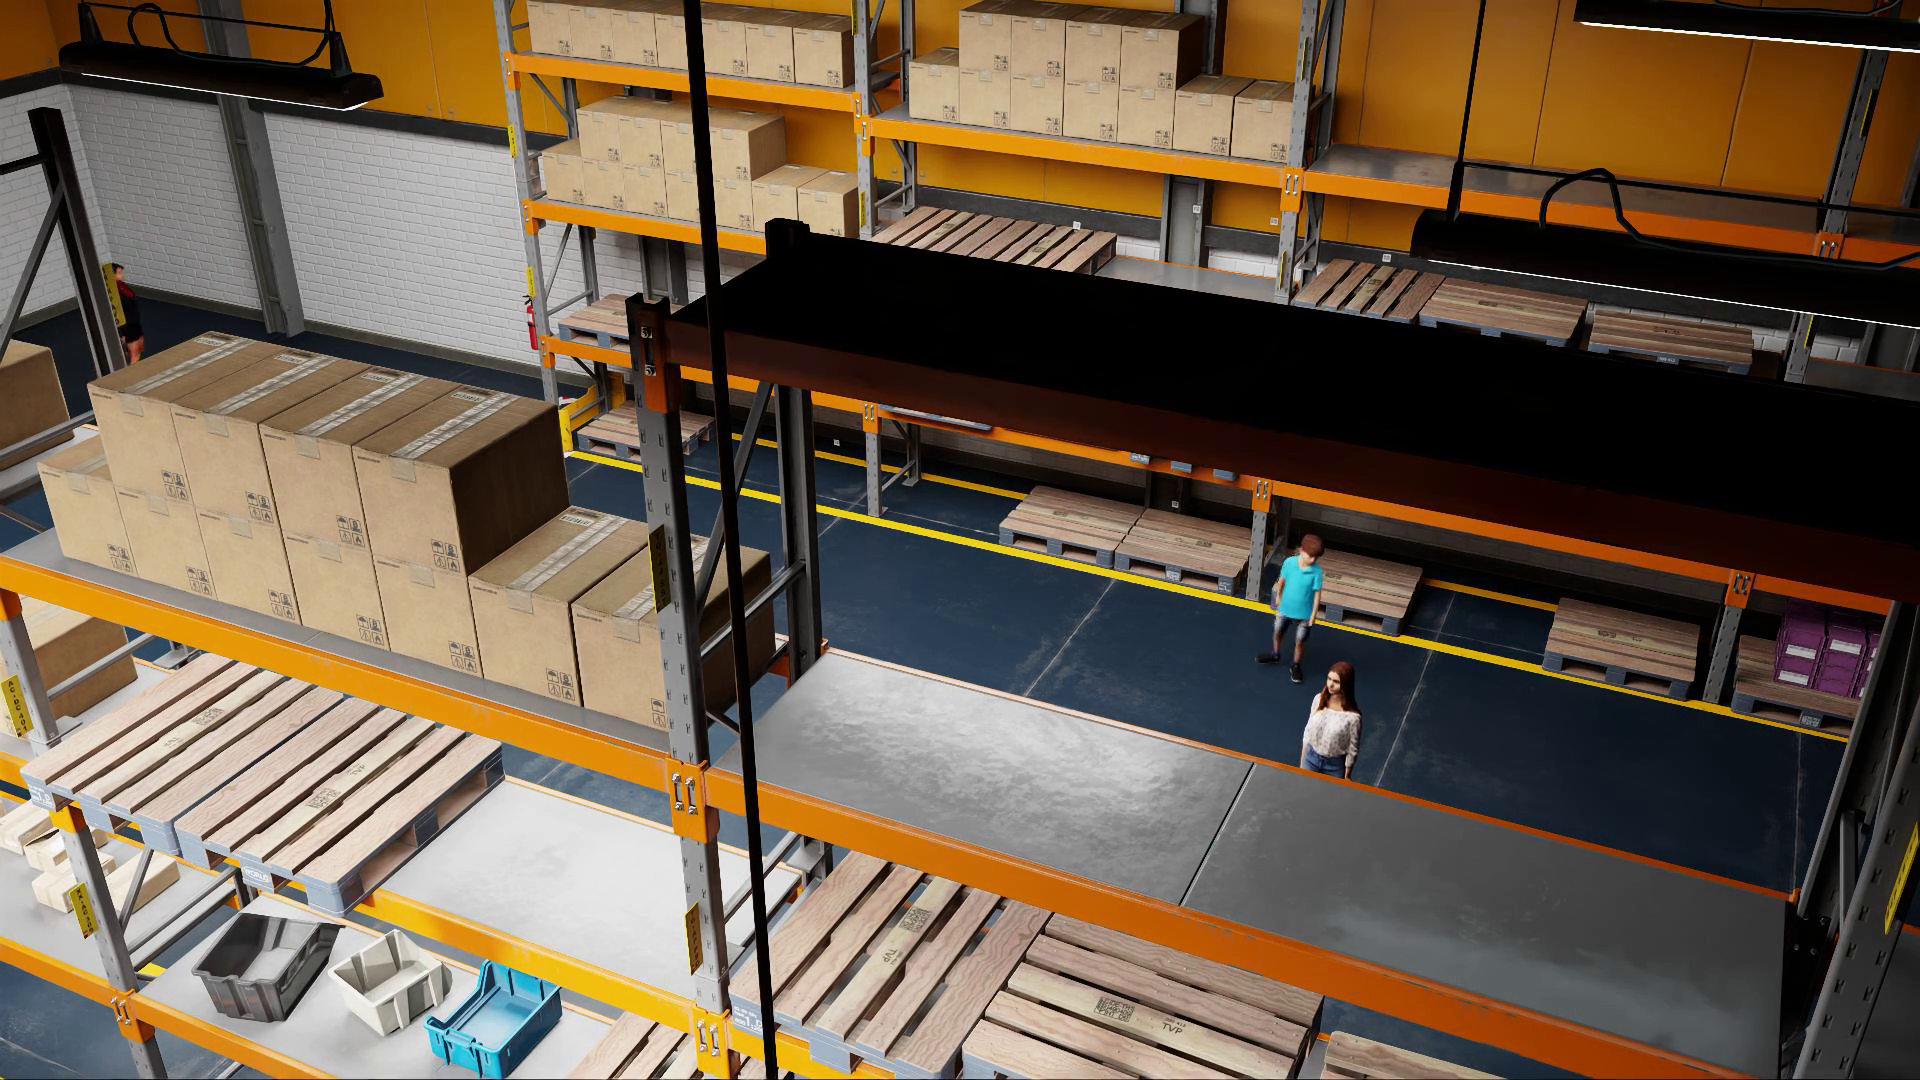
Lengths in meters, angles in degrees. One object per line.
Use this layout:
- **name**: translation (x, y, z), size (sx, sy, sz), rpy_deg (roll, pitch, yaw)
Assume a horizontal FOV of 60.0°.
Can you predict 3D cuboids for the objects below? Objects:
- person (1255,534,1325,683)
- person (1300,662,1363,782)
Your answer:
- **person**: translation (2.851, 0.536, 14.142), size (0.777, 1.424, 0.536), rpy_deg (-25, 37, -38)
- **person**: translation (2.622, 1.609, 11.859), size (0.553, 1.728, 0.694), rpy_deg (25, 37, 37)
